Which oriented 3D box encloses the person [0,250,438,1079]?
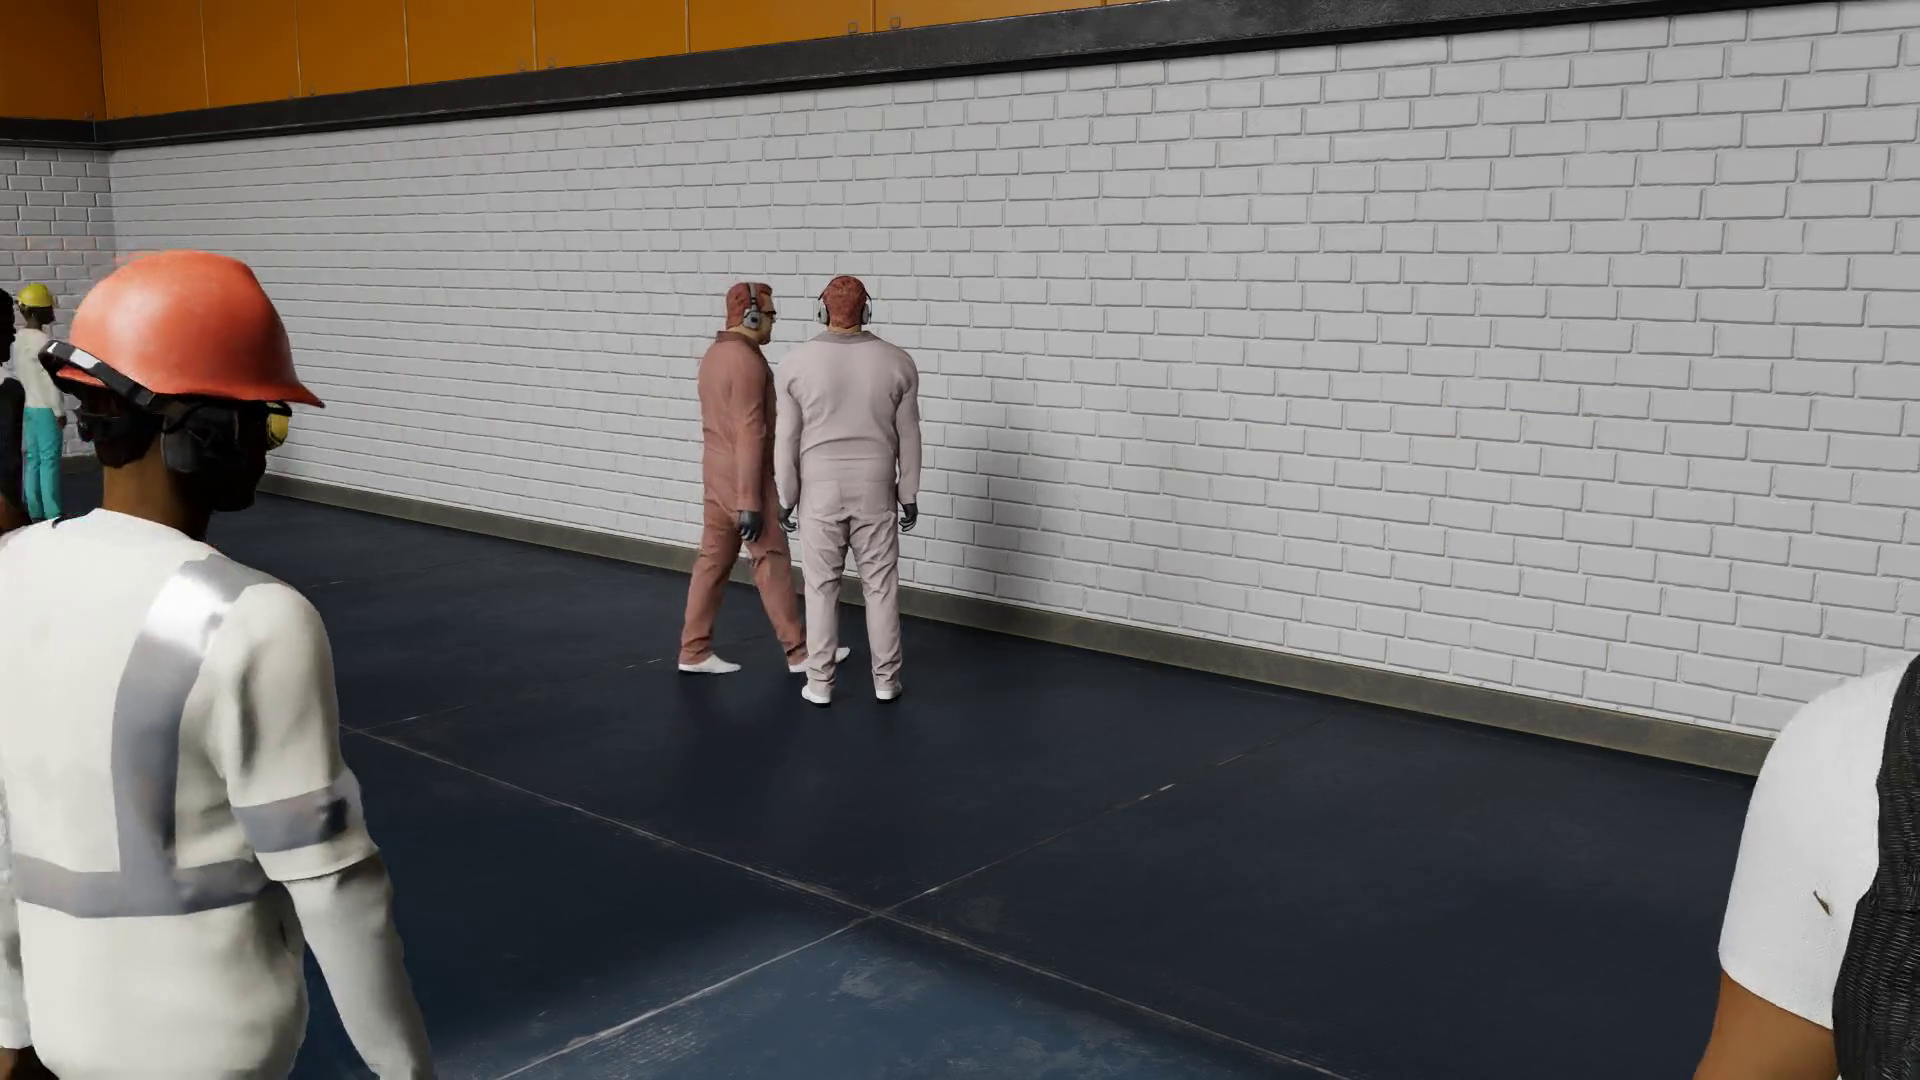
[{"bbox_3d":[-0.958,0.623,2.313,0.637,2.009,0.848,6,12,32],"label":"person"}]

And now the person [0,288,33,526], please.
[{"bbox_3d":[-4.107,-0.111,6.871,0.603,1.883,0.884,4,11,24],"label":"person"}]

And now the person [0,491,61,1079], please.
[{"bbox_3d":[-1.759,0.686,3.053,0.397,1.626,0.539,-4,11,-22],"label":"person"}]

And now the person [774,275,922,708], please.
[{"bbox_3d":[-0.496,-0.208,7.353,0.653,1.905,0.408,-2,10,-10],"label":"person"}]

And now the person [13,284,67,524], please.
[{"bbox_3d":[-6.553,-0.939,11.910,0.525,1.769,0.316,7,12,36],"label":"person"}]

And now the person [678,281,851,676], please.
[{"bbox_3d":[-0.978,-0.273,7.860,0.688,1.894,0.666,-5,11,-25],"label":"person"}]
